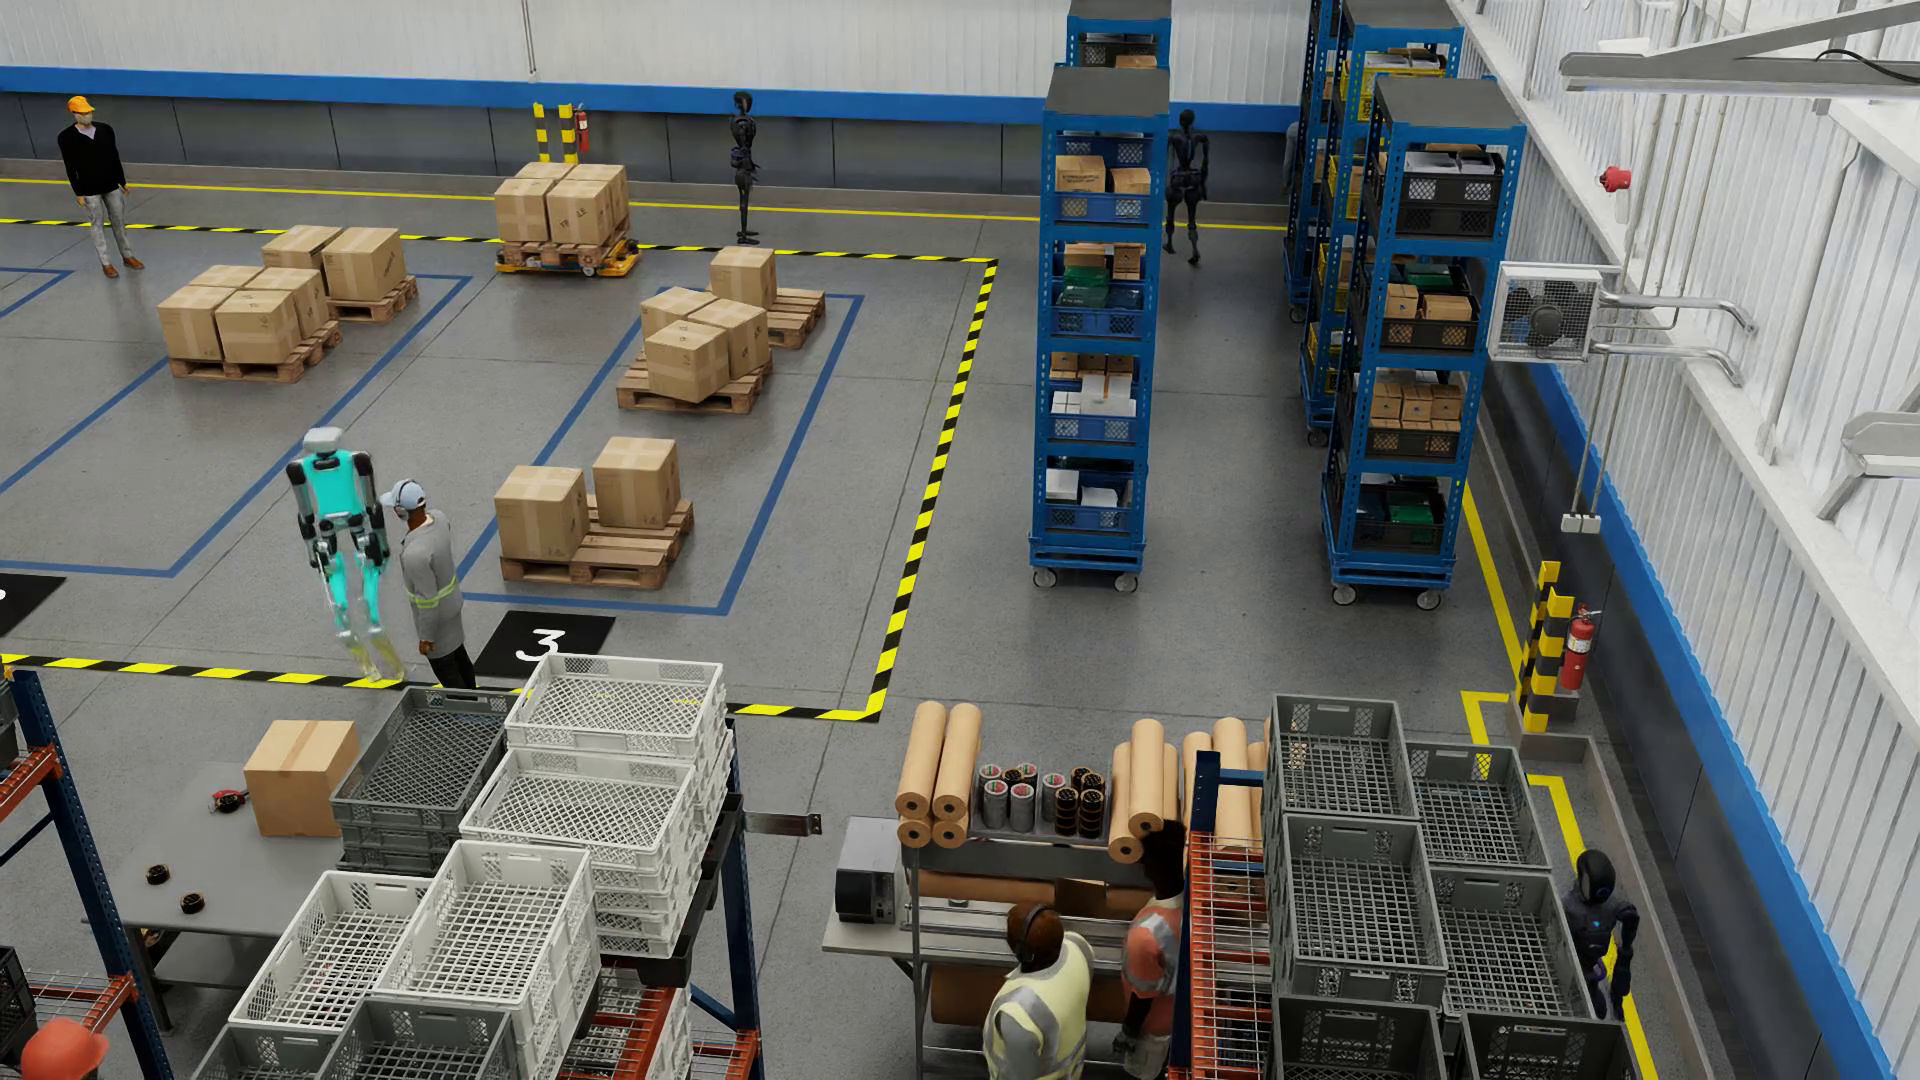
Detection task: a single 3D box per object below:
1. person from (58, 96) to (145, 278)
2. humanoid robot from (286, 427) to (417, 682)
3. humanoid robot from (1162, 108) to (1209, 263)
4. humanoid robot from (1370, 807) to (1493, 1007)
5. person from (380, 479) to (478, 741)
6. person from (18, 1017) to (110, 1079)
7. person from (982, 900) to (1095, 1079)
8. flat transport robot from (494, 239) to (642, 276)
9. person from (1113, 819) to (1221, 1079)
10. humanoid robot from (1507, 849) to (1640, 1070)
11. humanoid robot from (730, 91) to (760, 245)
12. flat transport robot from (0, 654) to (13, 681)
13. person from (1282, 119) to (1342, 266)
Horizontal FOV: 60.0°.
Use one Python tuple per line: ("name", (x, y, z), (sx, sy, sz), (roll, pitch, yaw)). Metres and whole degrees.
("person", (-9.019, -3.710, 17.441), (0.361, 1.884, 0.585), (20, 36, 31))
("humanoid robot", (-4.006, 0.190, 10.898), (0.573, 1.769, 0.793), (-7, 31, -12))
("humanoid robot", (2.396, -3.795, 17.824), (0.602, 1.634, 0.721), (-6, 31, -11))
("humanoid robot", (2.270, 1.929, 7.965), (0.611, 1.641, 0.510), (8, 31, 14))
("person", (-3.286, 0.445, 10.336), (0.385, 1.849, 0.596), (-1, 30, -2))
("person", (-3.229, 2.635, 6.388), (0.609, 2.040, 0.389), (-6, 31, -9))
("person", (0.314, 2.288, 7.181), (0.429, 1.841, 0.633), (16, 34, 25))
("flat transport robot", (-4.225, -3.081, 17.937), (1.431, 0.197, 0.652), (3, 30, 6))
("person", (0.895, 2.044, 7.476), (0.368, 1.967, 0.602), (21, 36, 31))
("humanoid robot", (2.789, 2.116, 7.632), (0.585, 1.649, 0.429), (-4, 30, -6))
("humanoid robot", (-2.366, -4.123, 18.342), (0.315, 1.655, 0.599), (-2, 30, -3))
("flat transport robot", (-7.142, 0.969, 11.010), (1.431, 0.231, 0.659), (3, 30, 6))
("person", (3.690, -3.750, 17.455), (0.634, 1.938, 0.361), (2, 30, 3))
